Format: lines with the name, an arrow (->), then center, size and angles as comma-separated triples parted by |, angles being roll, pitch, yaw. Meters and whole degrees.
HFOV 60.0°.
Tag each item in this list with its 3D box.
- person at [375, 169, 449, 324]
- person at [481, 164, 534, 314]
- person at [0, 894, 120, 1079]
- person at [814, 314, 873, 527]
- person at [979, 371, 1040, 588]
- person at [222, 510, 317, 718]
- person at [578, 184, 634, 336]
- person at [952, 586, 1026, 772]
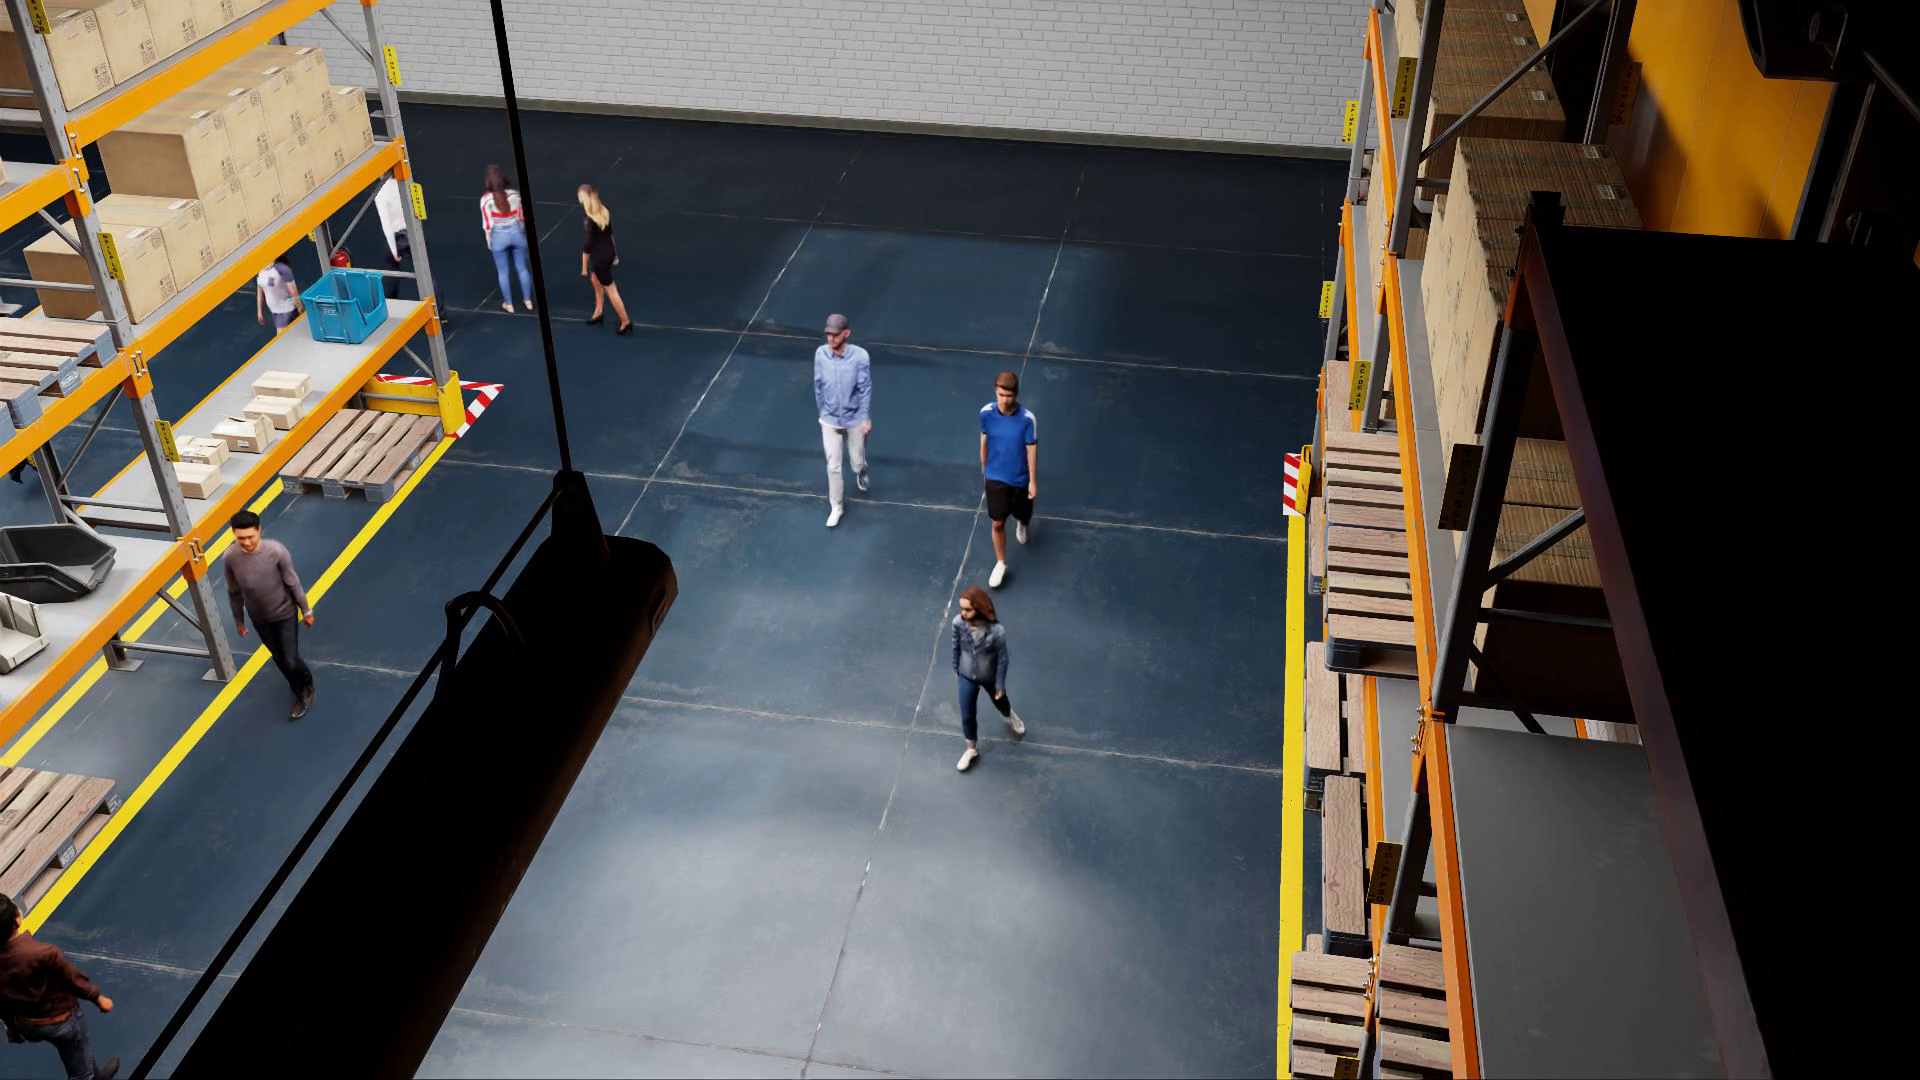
person -> -5.661, -3.057, 17.141 | 1.067, 1.811, 1.288 | 21, 39, 29
person -> -4.756, -3.178, 17.502 | 0.664, 1.614, 0.696 | -17, 37, -24
person -> -4.771, 2.582, 8.713 | 0.707, 1.750, 1.029 | 2, 34, 4
person -> -0.961, -1.070, 14.098 | 0.664, 1.871, 0.949 | 5, 34, 8
person -> 0.426, -0.558, 13.348 | 0.711, 1.848, 1.093 | 9, 35, 13
person -> -4.866, 0.476, 11.877 | 0.742, 1.755, 0.684 | 1, 34, 2
person -> -3.555, -2.812, 16.919 | 0.667, 1.650, 0.751 | 9, 35, 14
person -> 0.179, 0.897, 11.511 | 0.673, 1.460, 0.882 | 7, 34, 10
